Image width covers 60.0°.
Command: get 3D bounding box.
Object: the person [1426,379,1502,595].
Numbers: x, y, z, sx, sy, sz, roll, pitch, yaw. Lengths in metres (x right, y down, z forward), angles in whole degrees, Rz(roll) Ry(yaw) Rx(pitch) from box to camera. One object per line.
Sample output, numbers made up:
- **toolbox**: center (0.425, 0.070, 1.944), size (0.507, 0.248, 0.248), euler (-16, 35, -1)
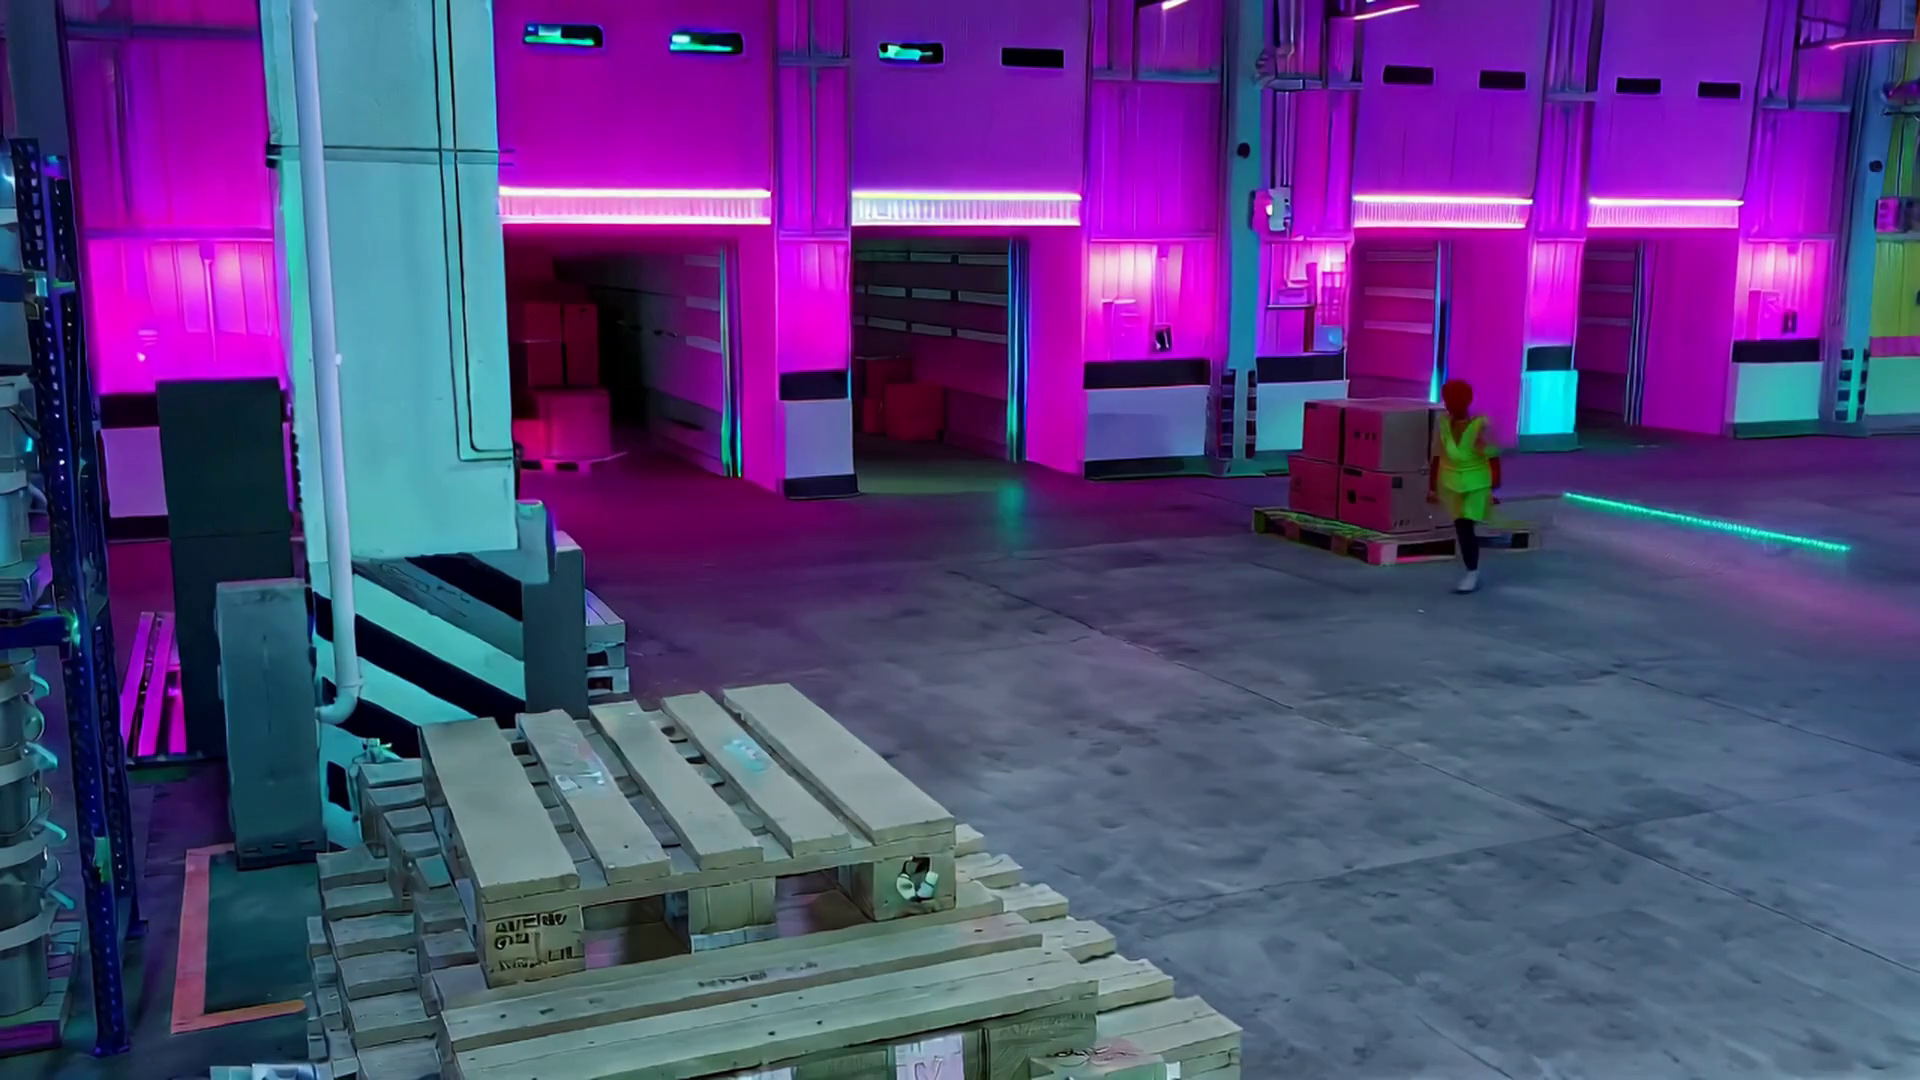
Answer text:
- **person**: center (3.866, -0.405, 12.751), size (0.618, 1.656, 0.548), euler (-8, 13, -36)
